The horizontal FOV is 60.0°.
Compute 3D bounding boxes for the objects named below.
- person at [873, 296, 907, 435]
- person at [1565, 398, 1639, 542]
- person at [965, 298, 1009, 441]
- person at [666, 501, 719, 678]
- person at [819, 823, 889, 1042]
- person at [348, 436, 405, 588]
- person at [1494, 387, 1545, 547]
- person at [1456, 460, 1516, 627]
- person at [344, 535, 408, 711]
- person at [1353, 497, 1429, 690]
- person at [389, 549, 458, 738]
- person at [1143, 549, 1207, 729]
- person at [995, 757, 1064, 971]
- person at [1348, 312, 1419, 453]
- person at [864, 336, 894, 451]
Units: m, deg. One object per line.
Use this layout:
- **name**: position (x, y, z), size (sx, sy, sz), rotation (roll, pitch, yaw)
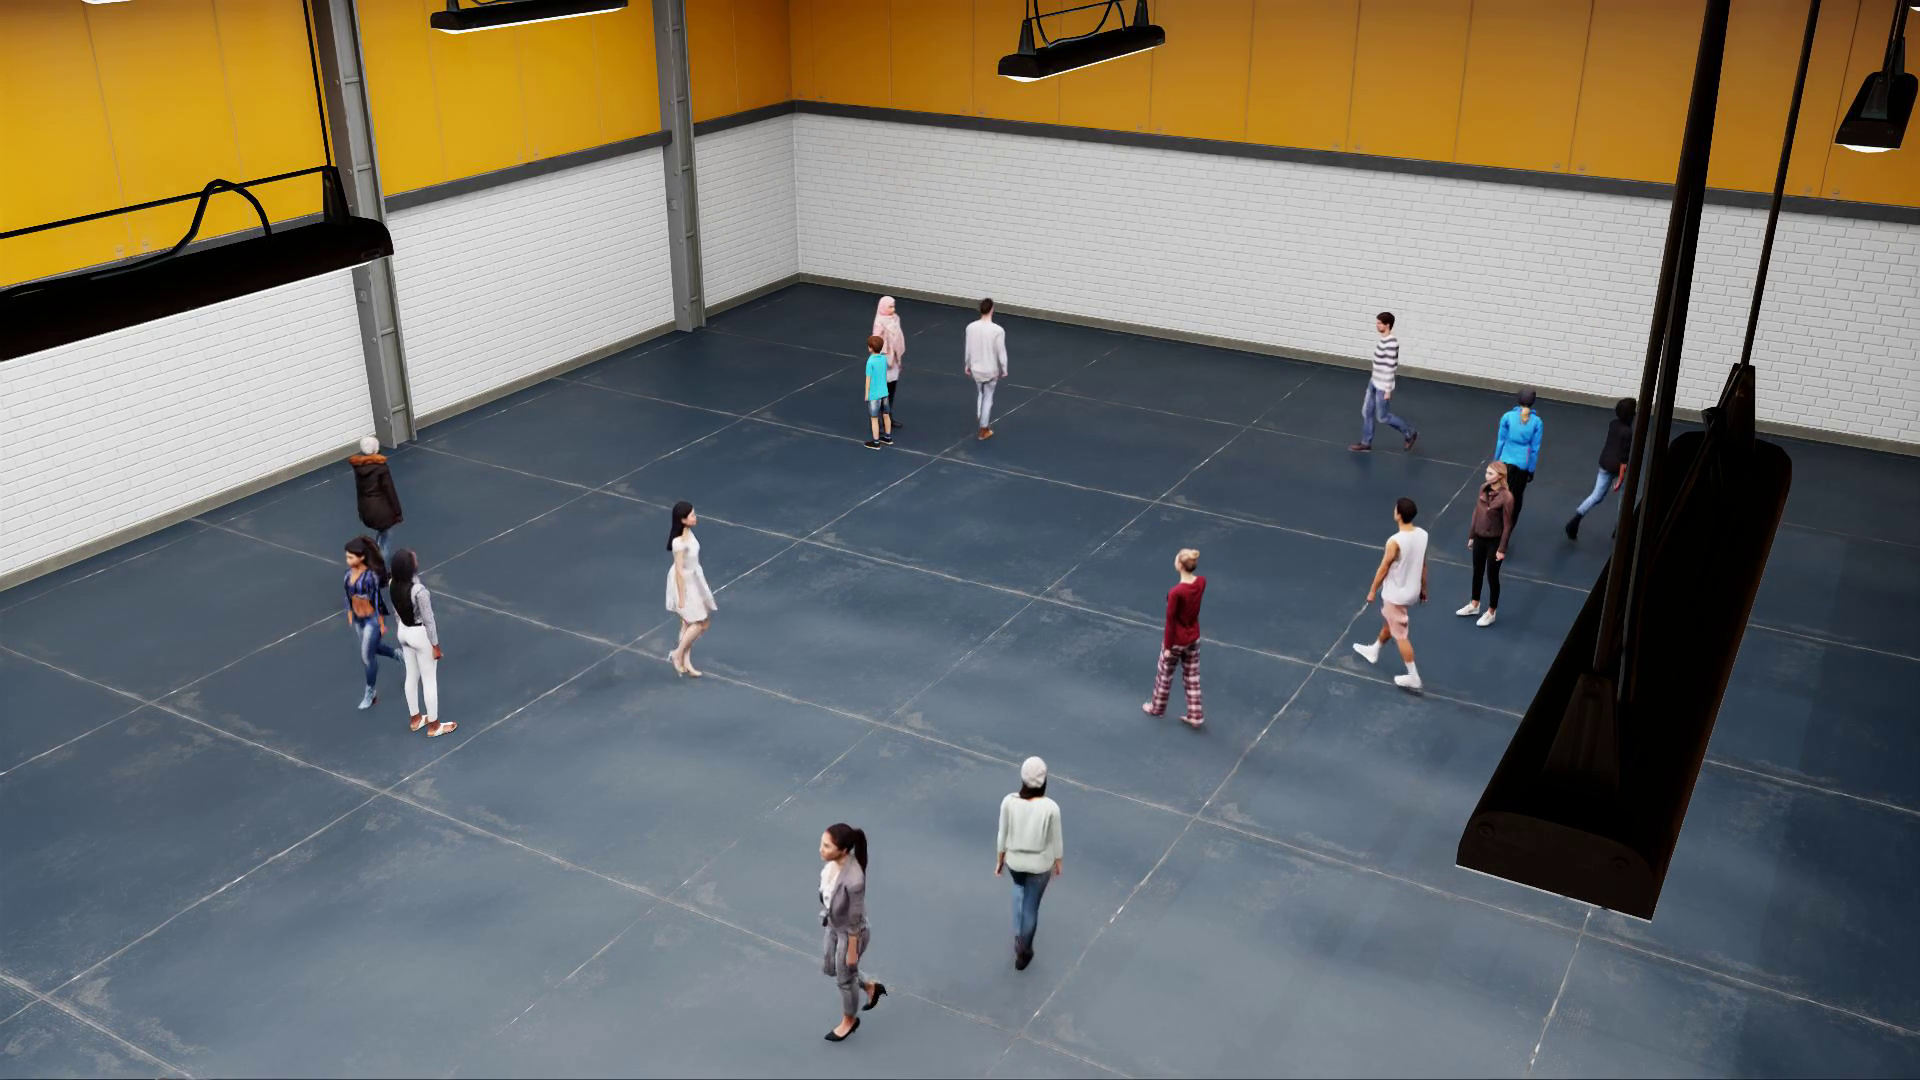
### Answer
- **person**: position (-0.947, -2.262, 21.413), size (0.717, 1.797, 0.552), rotation (17, 29, 34)
- **person**: position (7.026, -0.720, 18.044), size (1.144, 1.671, 0.955), rotation (-11, 26, -24)
- **person**: position (0.291, -2.150, 21.123), size (0.695, 1.824, 0.641), rotation (12, 27, 26)
- **person**: position (-2.579, 0.479, 15.190), size (0.876, 1.759, 0.824), rotation (-2, 24, -5)
- **person**: position (-0.639, 2.508, 10.671), size (0.856, 1.661, 0.794), rotation (-8, 25, -19)
- **person**: position (-6.010, -0.267, 17.062), size (0.620, 1.626, 0.602), rotation (11, 26, 24)
- **person**: position (5.996, -0.744, 17.999), size (0.679, 1.749, 1.186), rotation (11, 26, 23)
- **person**: position (5.203, 0.015, 16.321), size (0.683, 1.703, 0.679), rotation (-12, 26, -26)
- **person**: position (-5.236, 0.696, 14.895), size (0.619, 1.599, 0.936), rotation (13, 27, 28)
- **person**: position (4.056, 0.522, 15.109), size (1.179, 1.745, 1.061), rotation (-16, 28, -32)
- **person**: position (-4.681, 0.866, 14.349), size (0.617, 1.724, 0.527), rotation (16, 28, 32)
- **person**: position (1.973, 0.854, 14.422), size (0.857, 1.687, 0.852), rotation (-18, 30, -36)
- **person**: position (0.455, 2.233, 11.330), size (0.667, 1.637, 0.668), rotation (6, 24, 14)
- **person**: position (5.331, -1.920, 20.601), size (1.054, 1.821, 1.101), rotation (-1, 24, -1)
- **person**: position (-1.029, -1.876, 20.967), size (0.602, 1.447, 0.455), rotation (18, 29, 35)
